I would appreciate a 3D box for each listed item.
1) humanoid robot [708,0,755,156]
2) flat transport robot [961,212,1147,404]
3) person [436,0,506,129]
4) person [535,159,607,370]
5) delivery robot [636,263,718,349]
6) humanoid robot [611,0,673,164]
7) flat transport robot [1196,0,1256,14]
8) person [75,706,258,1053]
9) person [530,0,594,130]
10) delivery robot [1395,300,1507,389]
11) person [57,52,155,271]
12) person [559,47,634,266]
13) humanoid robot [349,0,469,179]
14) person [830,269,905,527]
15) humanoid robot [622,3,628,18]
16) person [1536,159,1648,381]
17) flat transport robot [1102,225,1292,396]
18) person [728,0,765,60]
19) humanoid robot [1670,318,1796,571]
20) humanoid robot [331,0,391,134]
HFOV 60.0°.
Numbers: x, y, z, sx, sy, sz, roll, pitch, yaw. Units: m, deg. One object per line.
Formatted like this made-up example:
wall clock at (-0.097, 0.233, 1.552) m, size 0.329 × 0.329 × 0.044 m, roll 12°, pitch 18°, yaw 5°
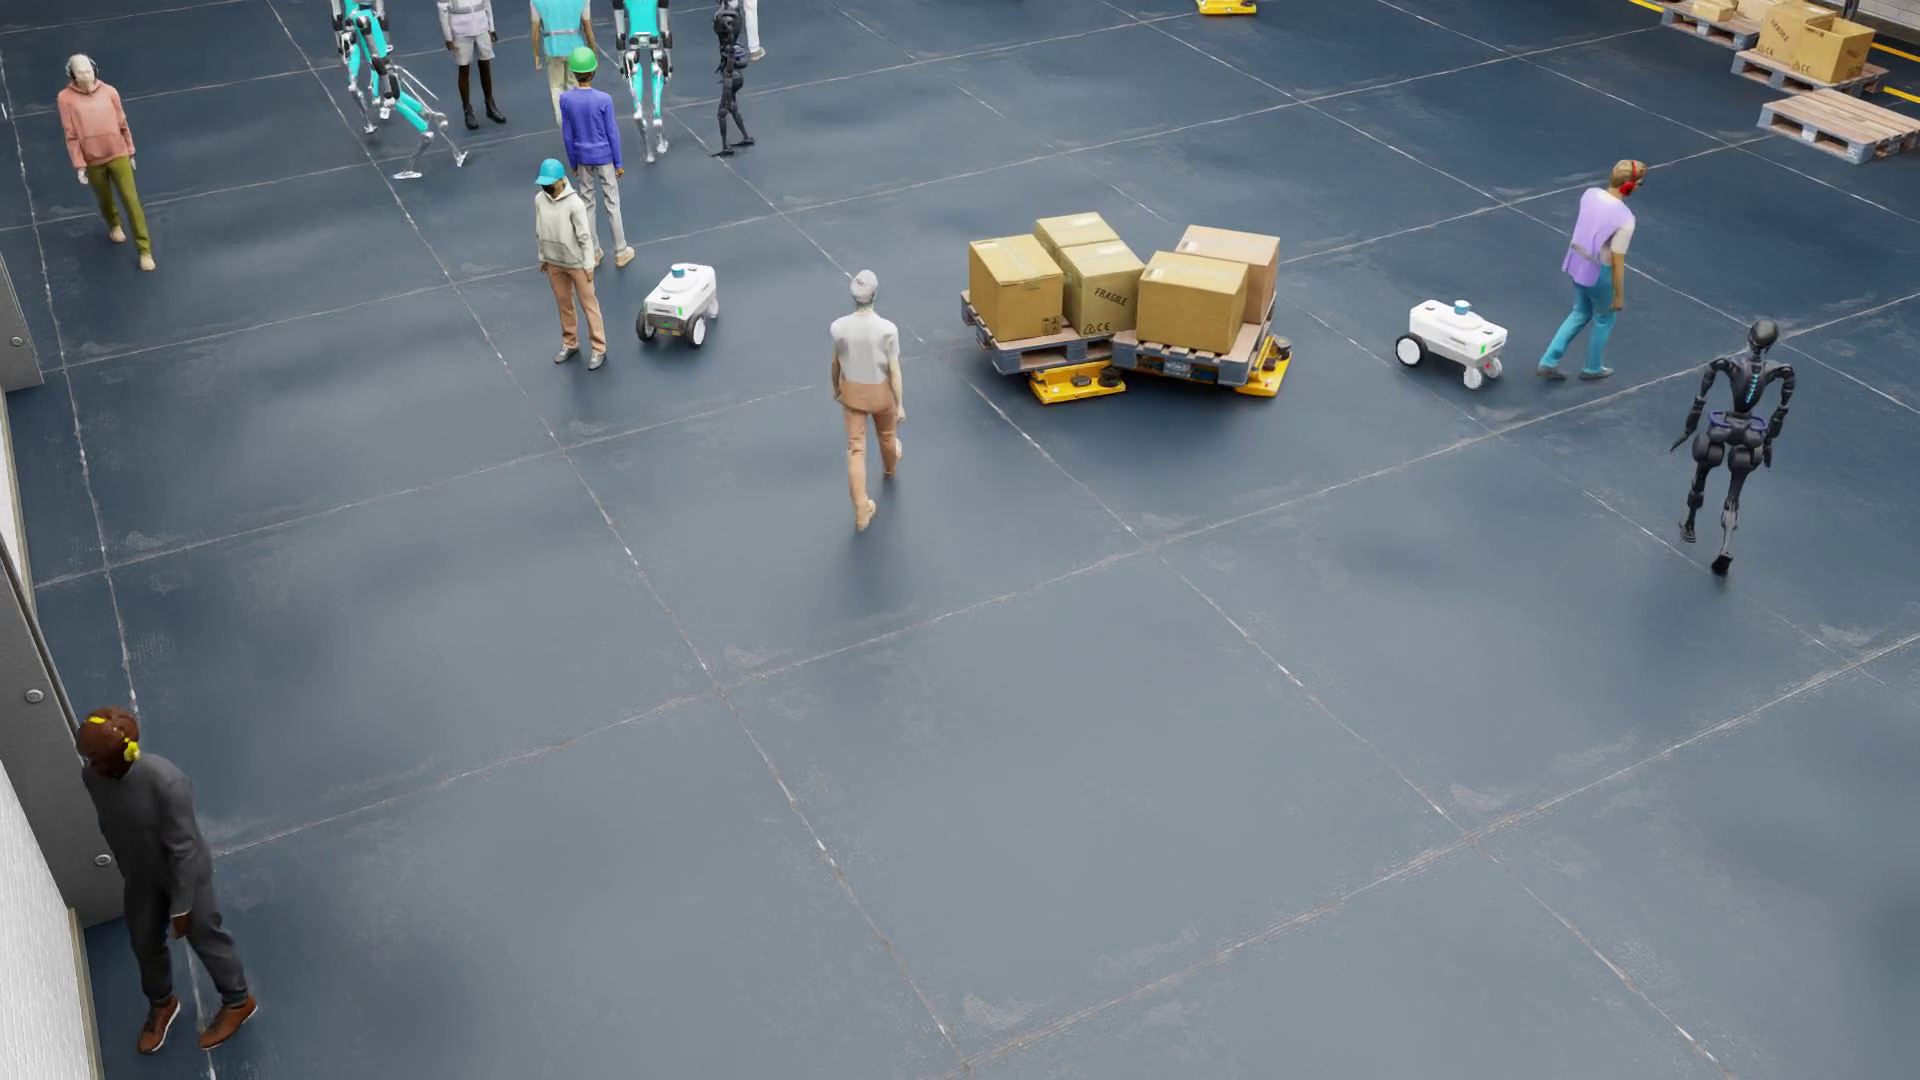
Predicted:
humanoid robot at (-2.253, -4.558, 16.001) m, size 0.484 × 1.641 × 0.600 m, roll -8°, pitch 36°, yaw -12°
flat transport robot at (0.716, -1.503, 12.861) m, size 0.659 × 0.231 × 1.431 m, roll -10°, pitch 36°, yaw -14°
person at (-4.854, -5.063, 16.492) m, size 0.550 × 1.934 × 0.370 m, roll -24°, pitch 42°, yaw -30°
person at (-2.946, -2.058, 12.436) m, size 0.465 × 1.668 × 0.390 m, roll 13°, pitch 37°, yaw 18°
delivery robot at (-2.213, -1.872, 13.152) m, size 0.499 × 0.608 × 0.797 m, roll 9°, pitch 36°, yaw 13°
humanoid robot at (-2.975, -4.418, 15.756) m, size 0.530 × 1.757 × 0.838 m, roll -5°, pitch 35°, yaw -7°
flat transport robot at (3.170, -6.741, 20.341) m, size 0.659 × 0.231 × 1.431 m, roll -1°, pitch 35°, yaw -2°
person at (-3.480, 1.483, 7.213) m, size 0.505 × 1.861 × 0.465 m, roll 7°, pitch 36°, yaw 9°
person at (-3.818, -4.710, 16.096) m, size 0.604 × 1.808 × 0.614 m, roll -11°, pitch 36°, yaw -15°
delivery robot at (3.754, -1.544, 12.667) m, size 0.499 × 0.591 × 0.768 m, roll -27°, pitch 43°, yaw -33°
person at (-7.226, -3.248, 14.026) m, size 0.502 × 1.806 × 0.920 m, roll -18°, pitch 39°, yaw -24°
person at (-3.036, -3.171, 13.850) m, size 0.459 × 1.873 × 0.342 m, roll 1°, pitch 35°, yaw 2°
humanoid robot at (-5.071, -4.254, 15.547) m, size 0.951 × 1.804 × 0.581 m, roll -9°, pitch 36°, yaw -13°
person at (-0.585, -0.998, 10.884) m, size 0.511 × 1.698 × 0.907 m, roll 5°, pitch 35°, yaw 7°
humanoid robot at (-4.245, -6.890, 19.388) m, size 0.821 × 1.635 × 0.612 m, roll -6°, pitch 36°, yaw -9°
person at (4.704, -1.938, 12.139) m, size 0.637 × 1.798 × 0.626 m, roll -9°, pitch 36°, yaw -13°
flat transport robot at (1.780, -1.433, 12.761) m, size 1.431 × 0.231 × 0.659 m, roll 11°, pitch 37°, yaw 16°
person at (-2.411, -6.207, 18.178) m, size 0.573 × 1.880 × 0.361 m, roll 10°, pitch 36°, yaw 13°
humanoid robot at (4.794, -0.608, 10.372) m, size 0.603 × 1.642 × 0.635 m, roll 8°, pitch 36°, yaw 11°
humanoid robot at (-5.847, -4.769, 16.257) m, size 0.546 × 1.734 × 1.030 m, roll -4°, pitch 35°, yaw -6°
